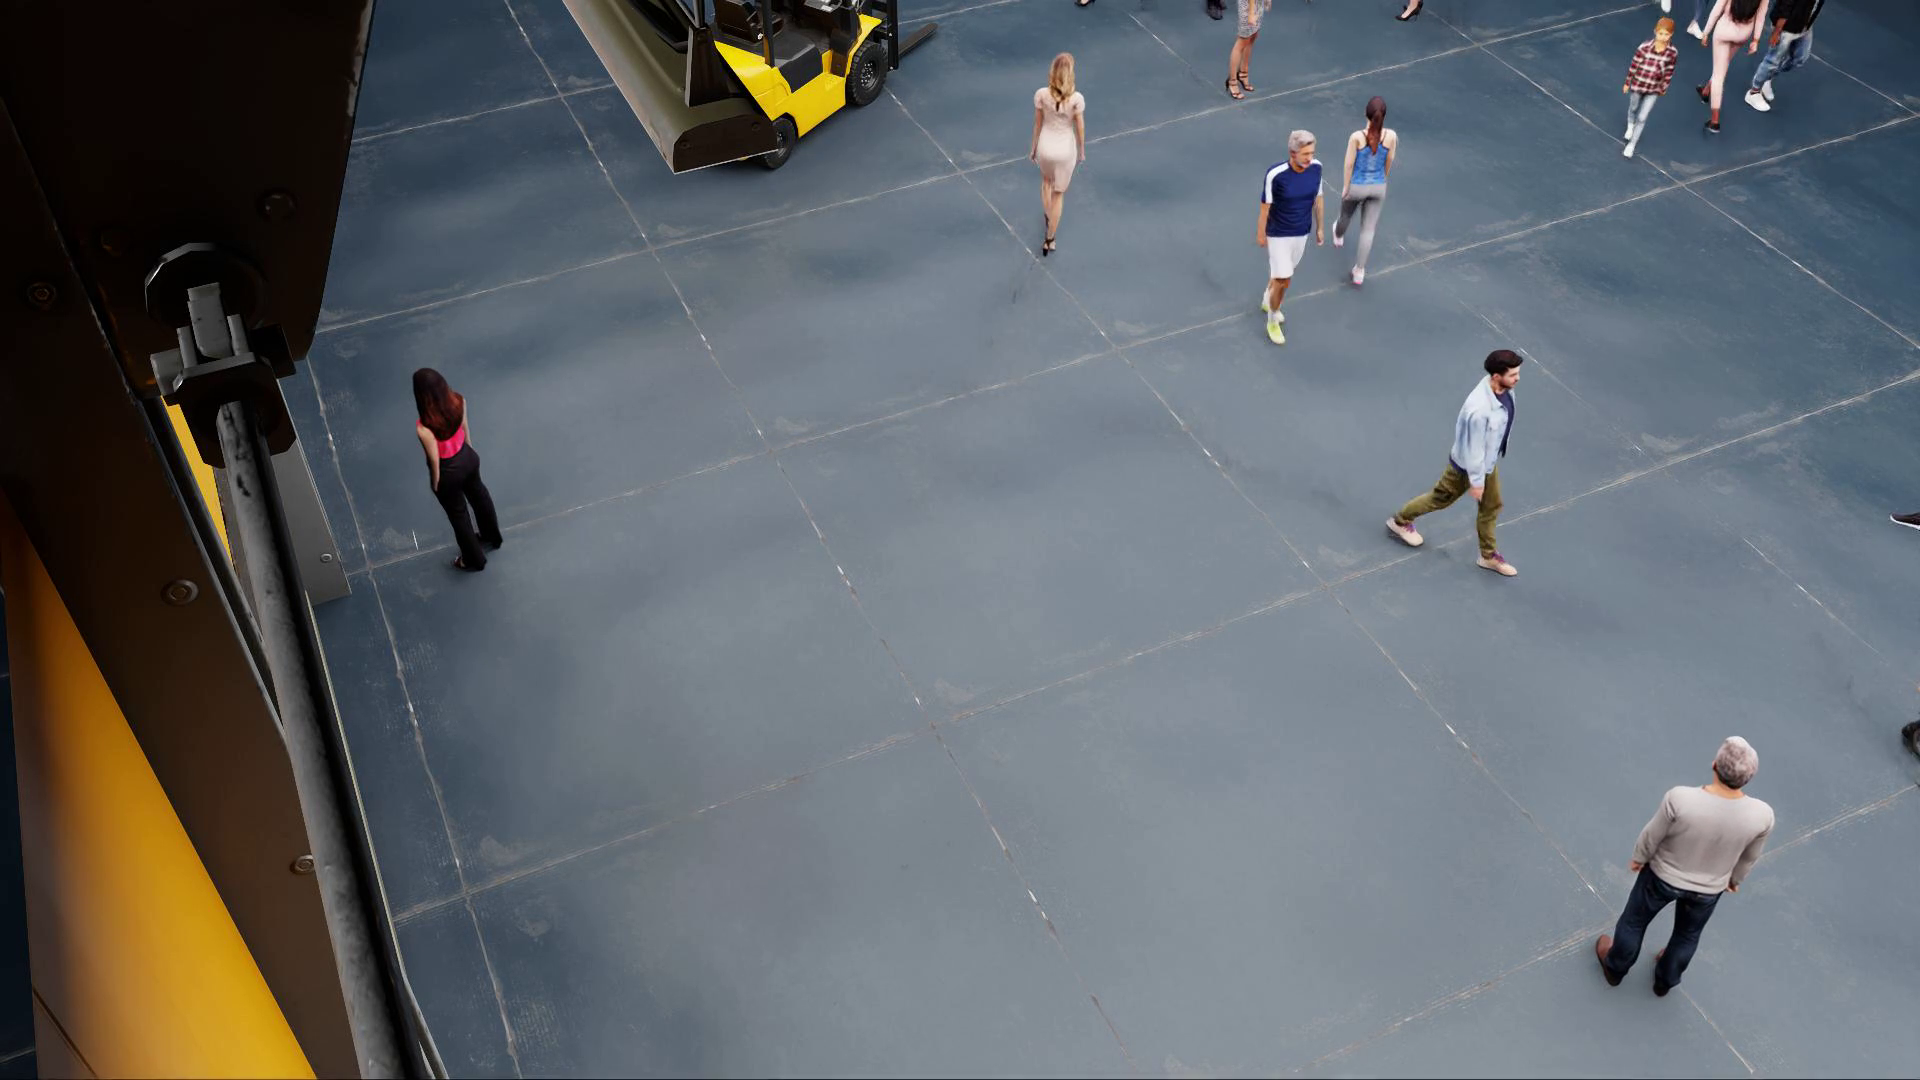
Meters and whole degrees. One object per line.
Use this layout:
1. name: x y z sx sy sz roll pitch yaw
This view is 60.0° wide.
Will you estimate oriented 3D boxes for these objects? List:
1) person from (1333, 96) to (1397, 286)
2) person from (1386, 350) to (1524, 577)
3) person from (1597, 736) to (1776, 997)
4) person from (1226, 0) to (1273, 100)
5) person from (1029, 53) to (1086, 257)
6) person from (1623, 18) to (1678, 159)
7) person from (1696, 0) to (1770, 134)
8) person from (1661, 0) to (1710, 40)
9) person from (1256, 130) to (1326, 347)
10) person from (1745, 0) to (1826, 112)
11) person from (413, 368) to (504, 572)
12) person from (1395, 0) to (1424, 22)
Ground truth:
1. person: 3.370 -2.865 13.788 0.886 1.571 1.118 2 44 2
2. person: 3.364 -0.545 11.210 1.293 1.769 1.037 29 51 27
3. person: 3.800 1.748 8.707 0.826 1.902 0.862 10 45 10
4. person: 2.790 -5.135 15.990 0.693 1.821 0.675 23 48 22
5. person: 0.785 -3.178 13.946 0.835 1.807 0.901 12 45 12
6. person: 6.387 -4.253 15.462 0.911 1.272 0.935 18 46 18
7. person: 7.239 -4.650 15.590 1.003 1.671 1.266 2 44 2
8. person: 7.627 -6.023 17.072 0.675 1.614 1.003 -13 45 -13
9. person: 2.557 -2.496 13.227 0.645 1.812 0.786 -20 47 -20
10. person: 7.876 -4.973 15.849 0.716 1.781 0.716 -20 47 -20
11. person: -3.422 -0.486 11.227 0.709 1.660 0.663 17 46 17
12. person: 4.807 -6.237 17.202 0.683 1.744 0.667 24 49 23
